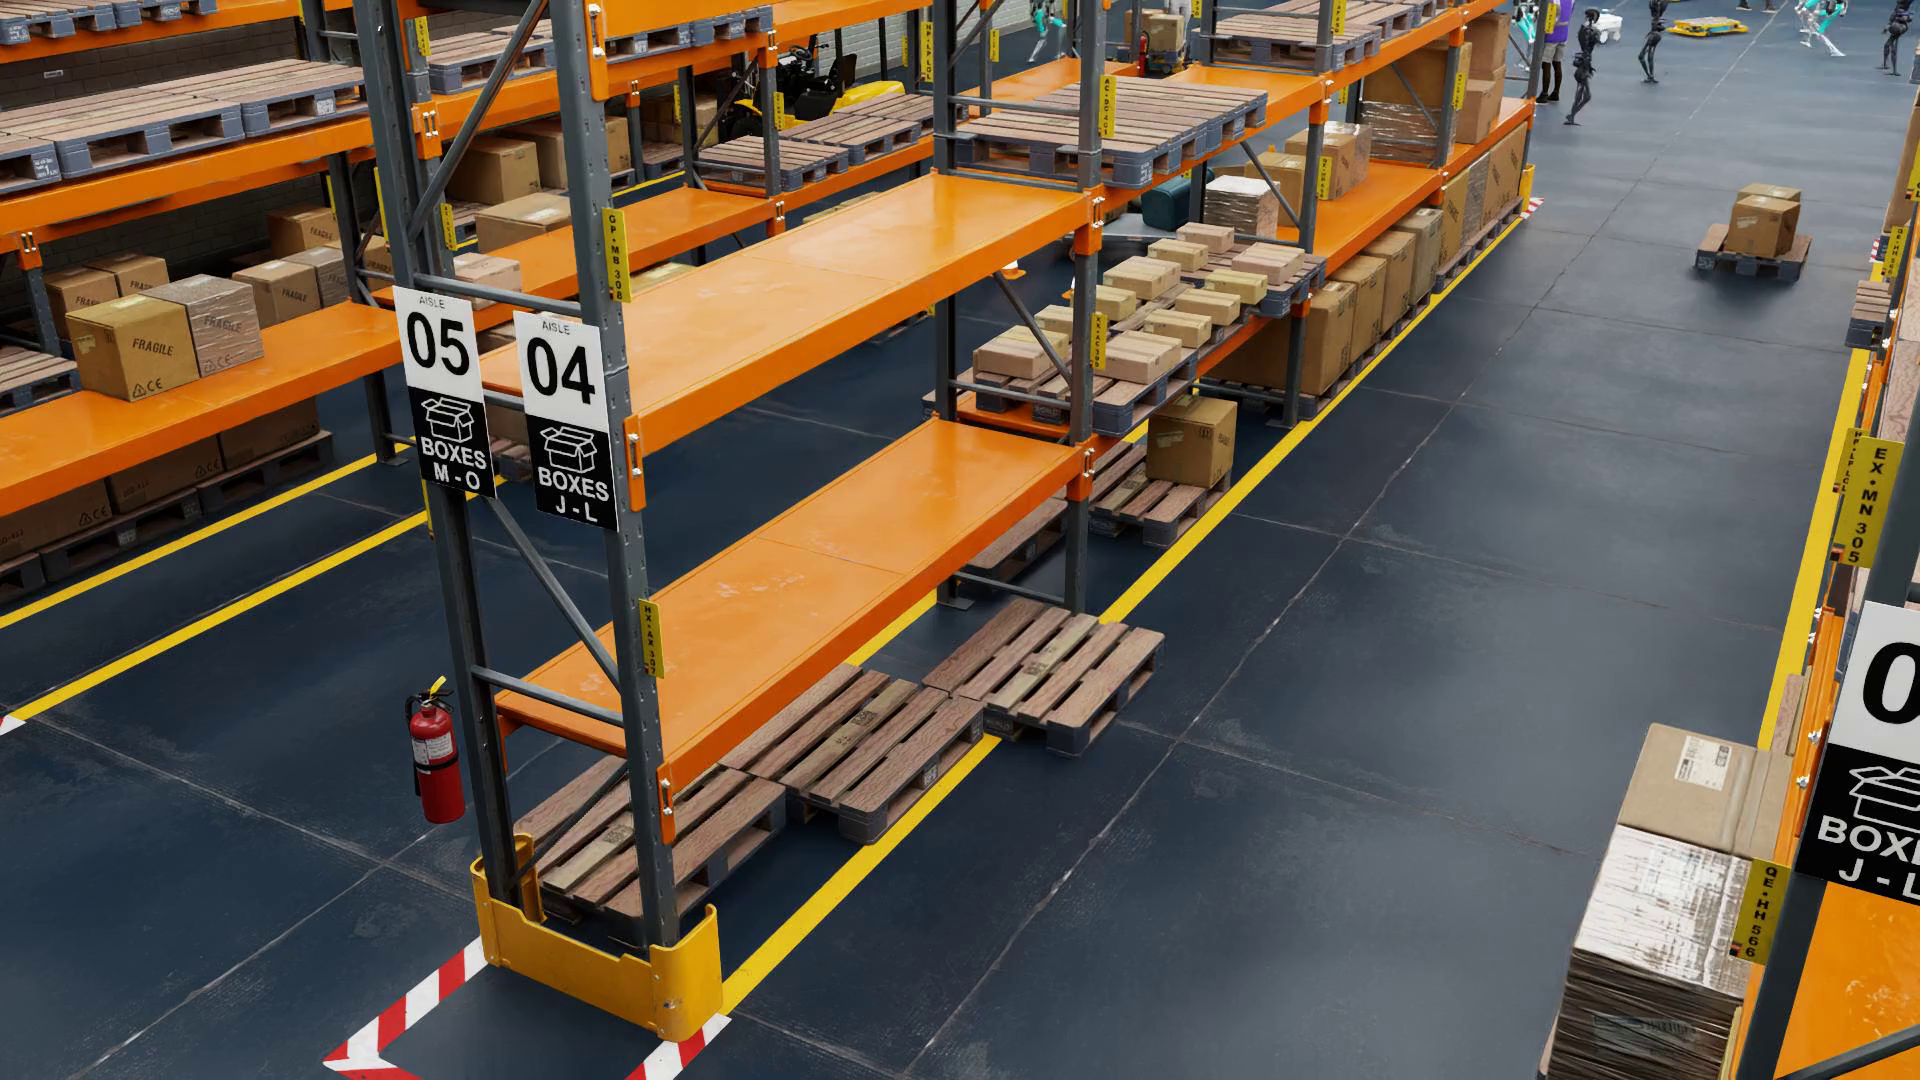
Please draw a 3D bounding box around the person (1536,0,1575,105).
[{"bbox_3d":[8.989,-7.601,25.196,0.601,1.957,0.382,-18,31,-33],"label":"person"}]

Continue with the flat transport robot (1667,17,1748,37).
[{"bbox_3d":[14.217,-9.753,31.608,1.431,0.231,0.659,-13,28,-24],"label":"flat transport robot"}]

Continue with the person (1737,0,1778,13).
[{"bbox_3d":[16.406,-11.760,33.897,0.706,1.911,0.651,2,26,4],"label":"person"}]

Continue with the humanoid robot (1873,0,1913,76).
[{"bbox_3d":[15.463,-8.549,27.487,0.597,1.648,0.560,-20,32,-36],"label":"humanoid robot"}]

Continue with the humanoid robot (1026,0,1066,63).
[{"bbox_3d":[1.524,-9.086,28.623,0.568,1.781,1.077,22,33,38],"label":"humanoid robot"}]

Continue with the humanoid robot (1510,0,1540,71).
[{"bbox_3d":[9.599,-8.727,27.821,0.562,1.785,0.876,-11,28,-21],"label":"humanoid robot"}]

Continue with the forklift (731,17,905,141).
[{"bbox_3d":[-1.819,-5.975,21.543,2.313,2.155,1.214,14,29,26],"label":"forklift"}]

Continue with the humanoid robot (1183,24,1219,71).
[{"bbox_3d":[3.323,-6.235,22.687,0.616,1.630,0.596,20,32,35],"label":"humanoid robot"}]

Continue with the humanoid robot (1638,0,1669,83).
[{"bbox_3d":[11.169,-8.190,26.735,0.397,1.640,0.598,10,27,19],"label":"humanoid robot"}]

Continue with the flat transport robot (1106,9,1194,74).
[{"bbox_3d":[3.204,-8.056,28.081,1.431,0.231,0.659,6,26,12],"label":"flat transport robot"}]

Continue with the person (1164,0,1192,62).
[{"bbox_3d":[3.766,-9.181,28.496,0.629,1.940,0.373,-10,27,-19],"label":"person"}]

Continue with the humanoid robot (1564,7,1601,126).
[{"bbox_3d":[8.922,-6.756,23.758,0.340,1.652,0.588,11,28,21],"label":"humanoid robot"}]

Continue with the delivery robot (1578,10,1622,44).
[{"bbox_3d":[11.829,-9.456,30.684,0.792,0.614,0.499,-16,30,-29],"label":"delivery robot"}]

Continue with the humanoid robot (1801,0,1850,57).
[{"bbox_3d":[15.186,-9.357,29.187,0.531,1.775,1.066,-15,30,-29],"label":"humanoid robot"}]

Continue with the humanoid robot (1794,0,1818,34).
[{"bbox_3d":[15.937,-10.320,30.987,0.738,1.699,0.531,-5,26,-11],"label":"humanoid robot"}]
